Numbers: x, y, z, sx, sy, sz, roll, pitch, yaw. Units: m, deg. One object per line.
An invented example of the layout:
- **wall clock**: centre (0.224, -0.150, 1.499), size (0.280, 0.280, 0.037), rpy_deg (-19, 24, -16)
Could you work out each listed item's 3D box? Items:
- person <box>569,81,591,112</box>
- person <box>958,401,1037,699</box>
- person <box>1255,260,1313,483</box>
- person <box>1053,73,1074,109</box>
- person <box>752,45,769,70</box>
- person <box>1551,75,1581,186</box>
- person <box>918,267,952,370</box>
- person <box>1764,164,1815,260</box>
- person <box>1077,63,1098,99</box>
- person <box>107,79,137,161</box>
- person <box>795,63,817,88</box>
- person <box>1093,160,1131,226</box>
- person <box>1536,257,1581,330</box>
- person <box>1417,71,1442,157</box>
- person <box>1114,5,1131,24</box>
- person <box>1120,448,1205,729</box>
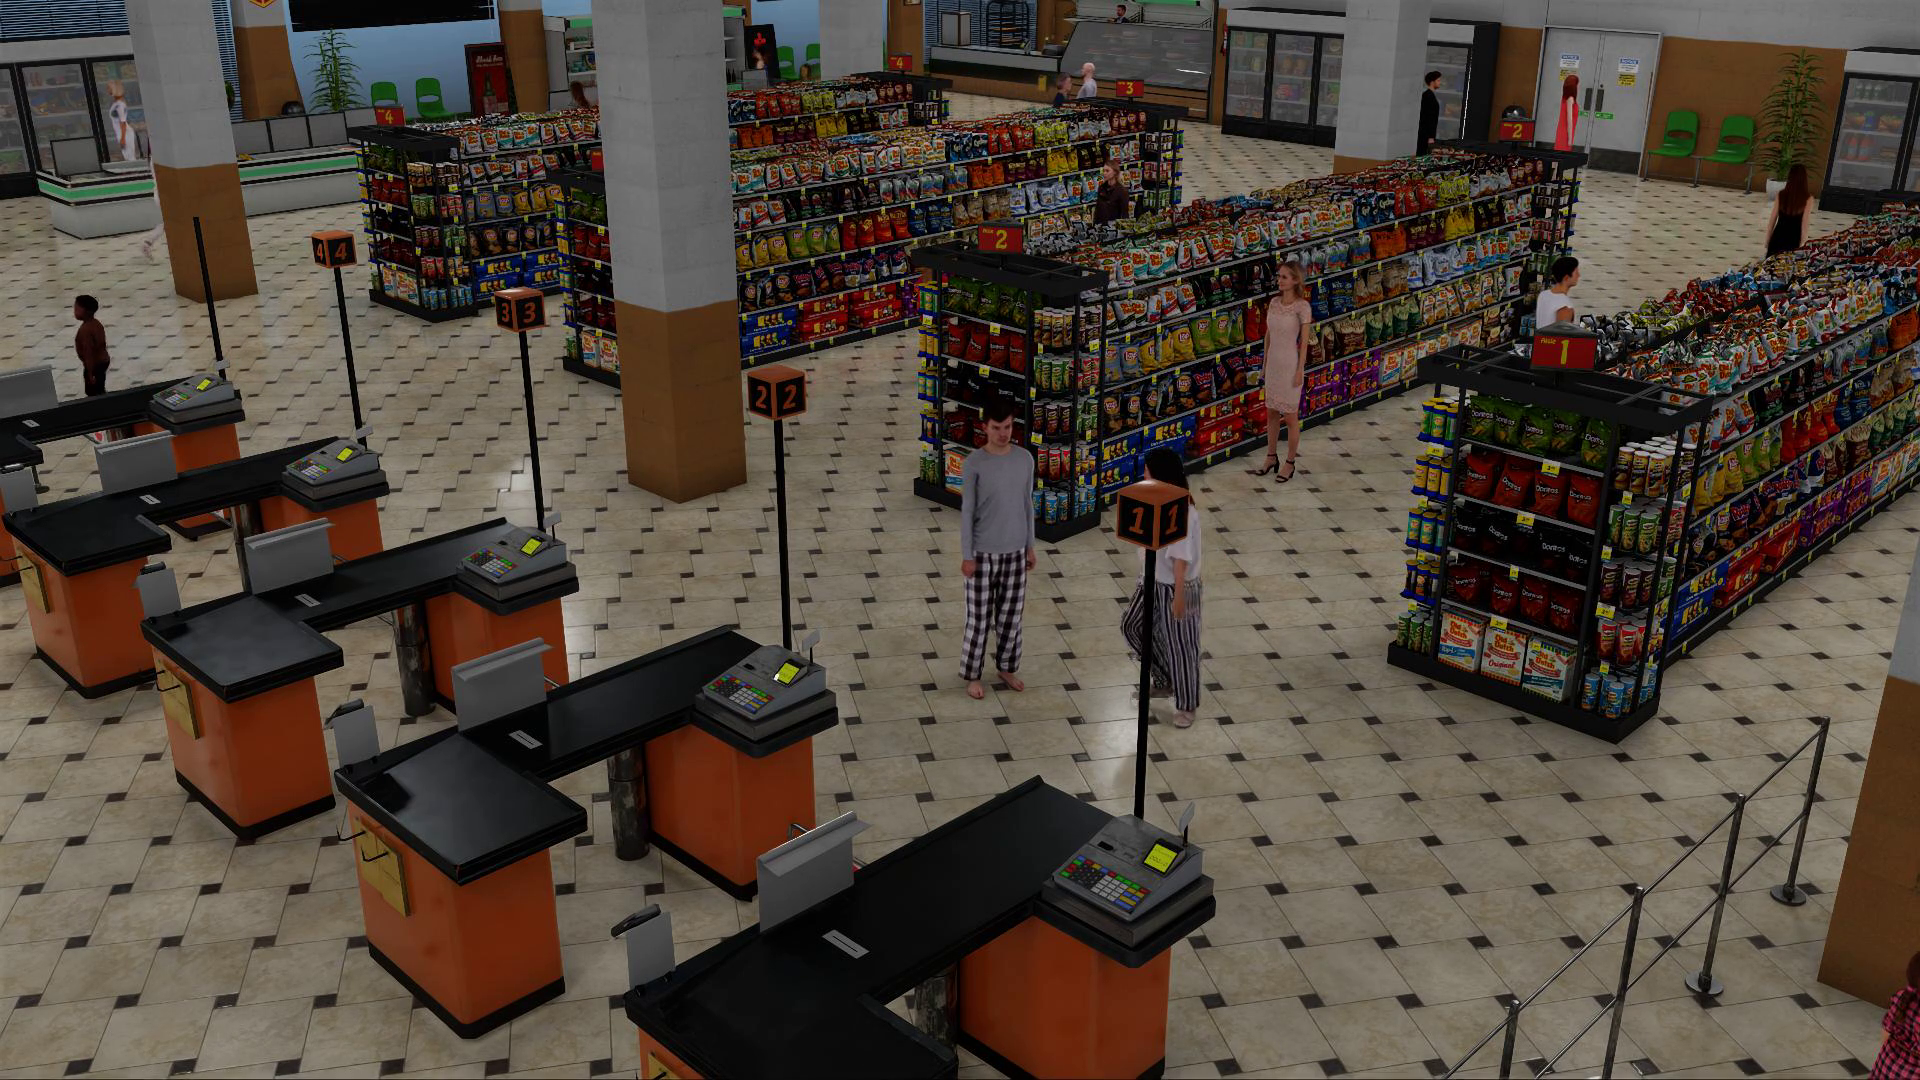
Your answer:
- **person**: centre (-5.848, -6.267, 25.934), size (1.019, 1.677, 1.075), rpy_deg (6, 23, 14)
- **person**: centre (0.221, 0.046, 9.996), size (0.622, 1.847, 0.764), rpy_deg (-8, 23, -19)
- **person**: centre (2.650, -1.373, 13.550), size (0.528, 1.829, 0.599), rpy_deg (-16, 27, -35)
- **person**: centre (1.478, -6.176, 25.503), size (1.192, 1.830, 1.196), rpy_deg (2, 22, 4)
- **person**: centre (-3.837, -8.798, 32.340), size (0.804, 1.598, 0.742), rpy_deg (4, 22, 9)
- **person**: centre (9.327, -6.239, 25.663), size (0.728, 1.827, 0.646), rpy_deg (2, 22, 5)
- **person**: centre (-0.250, -2.188, 16.316), size (0.577, 1.281, 0.612), rpy_deg (7, 23, 17)
- **person**: centre (9.138, -3.274, 18.470), size (0.685, 1.688, 1.162), rpy_deg (15, 26, 32)
- **person**: centre (2.079, -6.888, 27.264), size (0.823, 1.838, 0.737), rpy_deg (3, 22, 6)
- **person**: centre (-12.983, -6.278, 25.863), size (0.616, 1.751, 0.631), rpy_deg (-10, 24, -23)
- **person**: centre (-2.605, -7.344, 28.650), size (0.802, 1.650, 1.103), rpy_deg (12, 25, 27)
- **person**: centre (1.720, -3.473, 18.944), size (0.611, 1.704, 0.491), rpy_deg (19, 29, 39)
- **person**: centre (4.905, -1.470, 13.845), size (0.766, 1.789, 0.729), rpy_deg (-3, 22, -7)
- **person**: centre (7.175, -6.252, 25.606), size (0.847, 1.893, 0.774), rpy_deg (1, 22, 3)
- **person**: centre (3.717, -11.425, 38.515), size (0.614, 1.868, 0.570), rpy_deg (20, 29, 41)
- **person**: centre (1.262, 0.252, 9.732), size (0.869, 1.662, 0.879), rpy_deg (-12, 25, -27)
